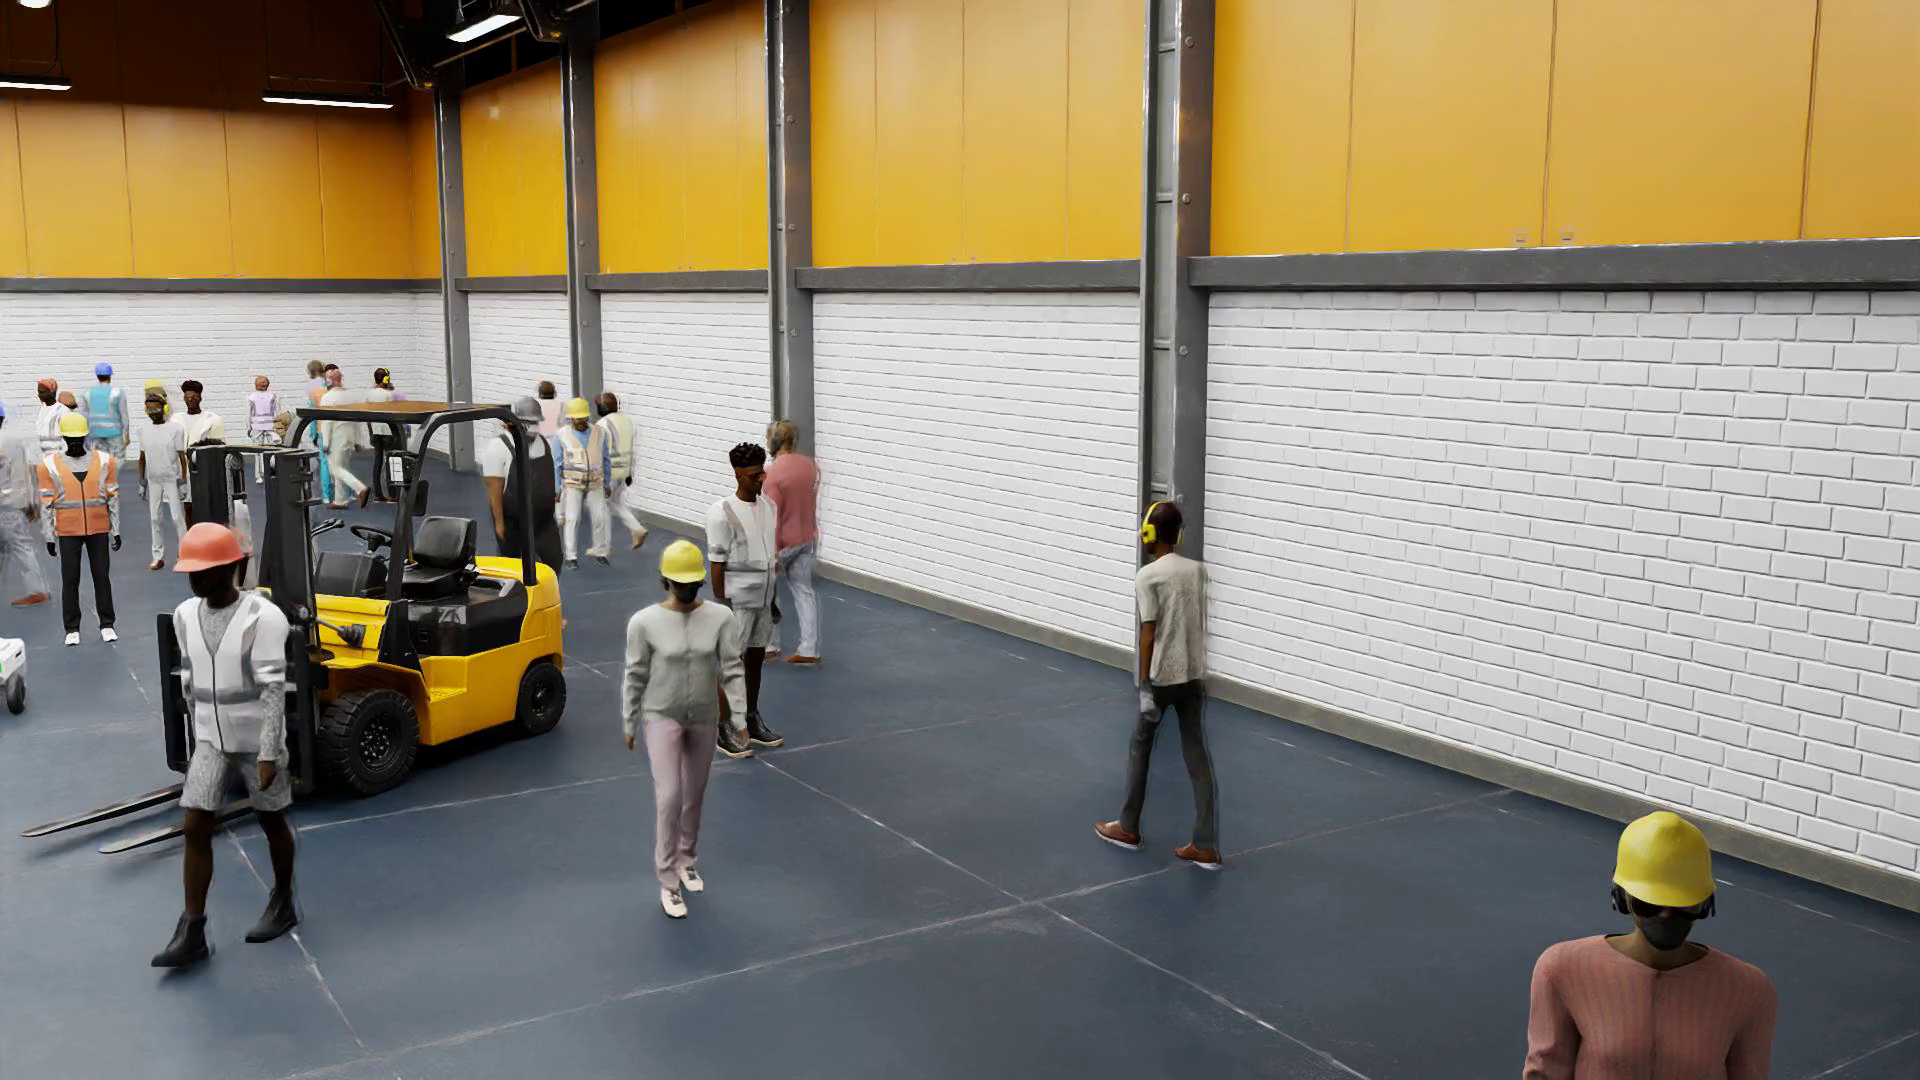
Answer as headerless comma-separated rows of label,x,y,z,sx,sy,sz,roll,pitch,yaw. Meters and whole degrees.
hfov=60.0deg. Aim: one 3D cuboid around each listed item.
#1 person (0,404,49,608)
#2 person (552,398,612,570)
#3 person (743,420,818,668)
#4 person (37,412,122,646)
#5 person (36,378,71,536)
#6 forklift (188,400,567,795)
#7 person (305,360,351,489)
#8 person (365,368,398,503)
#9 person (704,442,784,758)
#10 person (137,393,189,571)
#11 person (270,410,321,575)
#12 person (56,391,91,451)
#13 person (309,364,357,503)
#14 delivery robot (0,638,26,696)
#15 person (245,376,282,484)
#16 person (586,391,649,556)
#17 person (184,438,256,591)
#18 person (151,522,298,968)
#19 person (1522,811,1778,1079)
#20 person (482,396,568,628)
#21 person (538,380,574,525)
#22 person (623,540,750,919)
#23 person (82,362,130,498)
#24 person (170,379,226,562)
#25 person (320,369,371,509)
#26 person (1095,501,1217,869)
person,-8.806,-0.308,15.132,0.877,1.894,0.615,-2,9,-14
person,-3.936,-0.586,17.361,0.626,1.804,0.422,-5,10,-29
person,-1.389,0.031,12.839,0.736,1.913,0.643,6,10,34
person,-7.201,-0.091,13.649,0.581,1.918,0.393,-6,11,-36
person,-10.758,-0.980,19.776,0.580,1.879,0.352,6,10,34
forklift,-3.529,0.258,10.348,1.214,2.155,2.313,4,9,25
person,-9.272,-1.681,24.354,0.590,1.916,0.664,1,9,10
person,-7.916,-1.435,22.869,0.519,1.865,0.328,4,9,23
person,-1.334,0.366,10.424,0.366,1.953,0.610,5,10,32
person,-8.265,-0.595,17.265,0.504,1.852,0.344,0,8,-1
person,-5.389,-0.083,13.509,0.372,1.940,0.630,-7,11,-40
person,-11.601,-1.136,21.690,0.385,1.611,0.565,7,11,37
person,-8.595,-1.456,22.835,0.597,1.915,0.375,-1,8,-6
delivery robot,-6.731,0.854,11.515,0.477,0.478,0.707,-3,9,-17
person,-10.521,-1.664,25.163,0.517,1.639,0.313,-3,9,-20
person,-3.805,-0.721,18.208,0.578,1.818,0.634,3,9,18
person,-4.752,0.315,10.752,0.374,1.960,0.600,-6,10,-34
person,-3.160,0.877,7.134,0.556,1.901,0.854,1,9,10
person,1.516,1.457,3.705,0.523,1.769,0.324,2,9,12
person,-3.664,-0.220,14.087,0.702,2.000,0.643,-8,12,-43
person,-5.048,-1.057,20.490,0.665,1.823,0.671,0,8,-2
person,-1.265,0.864,7.786,0.545,1.735,0.728,-5,10,-29
person,-11.841,-1.495,23.052,0.615,1.929,0.561,0,8,-2
person,-8.169,-0.736,17.811,0.613,1.965,0.361,1,8,5
person,-8.139,-1.318,21.997,0.727,1.887,0.647,2,9,15
person,1.034,0.719,8.504,0.524,1.820,0.847,-6,10,-36
